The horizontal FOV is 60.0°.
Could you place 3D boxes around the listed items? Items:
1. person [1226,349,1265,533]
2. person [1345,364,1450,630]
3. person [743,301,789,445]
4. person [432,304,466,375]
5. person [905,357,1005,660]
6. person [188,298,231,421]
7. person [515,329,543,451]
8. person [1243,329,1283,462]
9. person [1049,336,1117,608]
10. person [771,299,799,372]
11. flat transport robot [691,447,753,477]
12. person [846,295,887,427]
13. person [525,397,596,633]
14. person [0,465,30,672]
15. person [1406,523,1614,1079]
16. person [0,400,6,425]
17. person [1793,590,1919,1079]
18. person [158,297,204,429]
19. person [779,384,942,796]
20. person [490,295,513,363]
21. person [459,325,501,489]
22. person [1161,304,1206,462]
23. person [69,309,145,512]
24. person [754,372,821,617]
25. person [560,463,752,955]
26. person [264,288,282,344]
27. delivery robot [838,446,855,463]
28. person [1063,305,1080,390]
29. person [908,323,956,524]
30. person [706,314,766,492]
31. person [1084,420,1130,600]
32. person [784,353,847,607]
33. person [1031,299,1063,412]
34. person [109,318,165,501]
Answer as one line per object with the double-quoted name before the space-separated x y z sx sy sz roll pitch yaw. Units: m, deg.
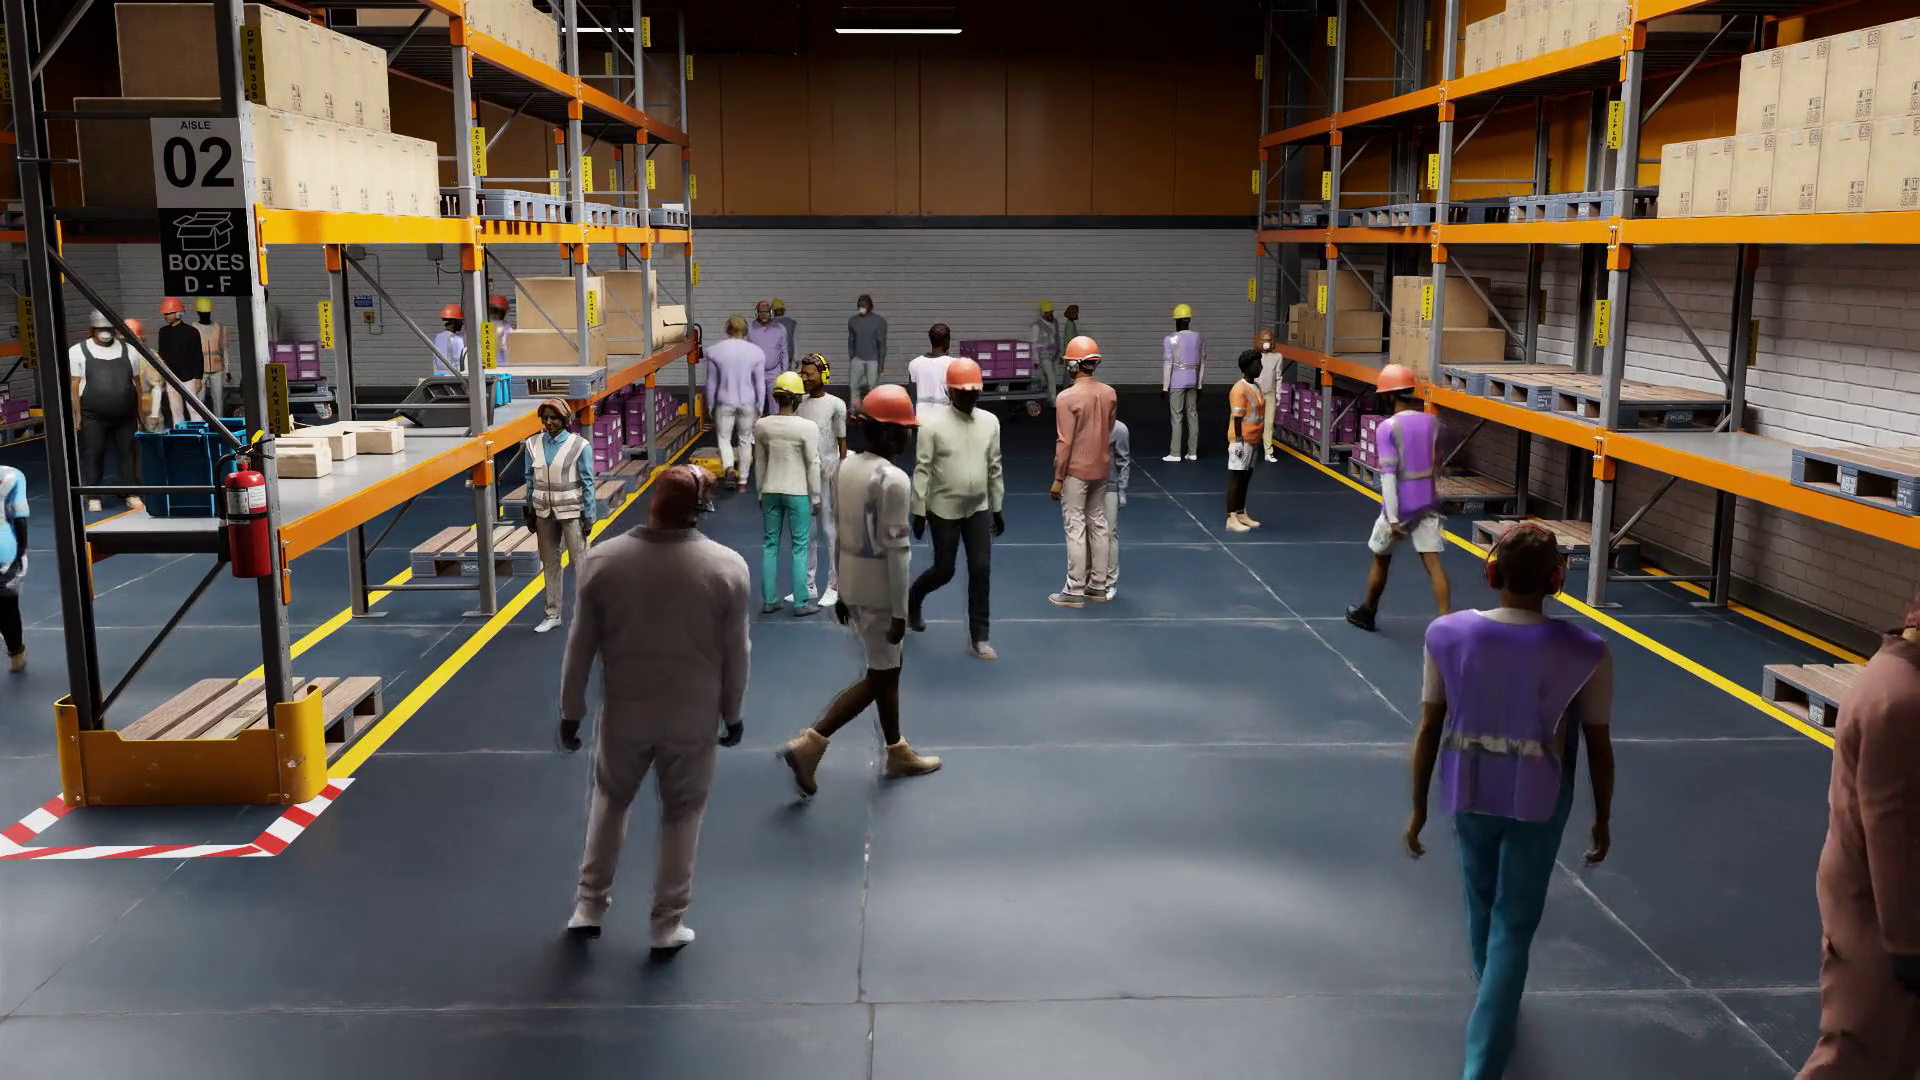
"person" 2.660 -0.924 15.452 0.318 1.695 0.539 6 12 29
"person" 3.001 -0.230 11.130 0.583 1.877 1.062 -4 11 -21
"person" -2.577 -2.209 22.025 0.646 1.907 0.401 -2 10 -14
"person" -6.059 -1.847 19.932 0.550 1.933 0.374 9 13 40
"person" -0.056 -0.230 10.862 0.658 1.961 0.772 -6 12 -29
"person" -10.241 -2.330 22.652 0.594 1.922 0.386 -8 13 -37
"person" -5.477 -2.058 21.368 0.628 1.843 0.429 -4 11 -20
"person" 3.678 -1.746 20.241 0.492 1.623 0.284 -2 10 -11
"person" 0.900 -0.502 12.268 0.381 1.994 0.622 10 14 44
"person" -2.840 -2.861 26.004 0.609 1.776 0.980 -3 11 -15
"flat transport robot" -2.788 -0.916 19.380 0.652 0.197 1.431 0 10 -3
"person" -1.383 -2.568 24.003 0.640 1.910 0.792 4 11 19
"person" -2.728 -0.161 11.386 0.517 1.633 0.313 3 11 18
"person" -5.890 0.070 10.029 0.530 1.652 0.870 -5 11 -26
"person" 1.791 0.833 5.369 0.593 1.793 0.982 6 12 30
"person" -10.190 -1.363 17.232 0.367 1.933 0.553 7 12 34
"person" 2.413 0.969 4.400 0.529 1.885 0.800 7 12 34
"person" -9.770 -2.038 20.835 0.618 1.990 0.394 3 11 16
"person" -0.483 0.254 8.054 0.884 2.010 0.609 -6 12 -31
"person" -6.327 -2.333 22.604 0.628 1.963 1.190 4 11 20
"person" -5.252 -1.472 18.091 0.329 1.844 0.509 -7 12 -32
"person" 2.714 -1.907 20.279 0.587 1.930 0.360 -5 11 -25
"person" -8.502 -1.307 16.626 0.688 2.000 0.536 -8 13 -39
"person" -1.232 -0.329 11.973 0.528 1.759 0.343 4 11 22
"person" -1.135 0.645 6.288 0.740 1.882 0.433 0 10 -1
"person" -11.414 -3.187 27.385 0.377 1.940 0.629 3 11 19
"delivery robot" -1.465 -0.899 18.231 0.477 0.478 0.707 -8 13 -40
"person" 1.867 -3.139 27.990 0.275 1.630 0.505 1 10 3
"person" -0.220 -1.082 15.716 0.591 1.917 0.379 6 12 31
"person" -2.366 -1.430 17.628 0.642 1.925 0.669 -2 10 -9
"person" 1.045 -0.355 12.515 0.520 1.638 0.362 6 12 32
"person" -1.069 -0.446 12.307 0.512 1.872 0.328 6 12 32
"person" 1.319 -2.905 26.220 0.736 1.797 0.610 8 13 37
"person" -8.554 -1.351 17.275 0.552 1.883 0.970 1 10 6
